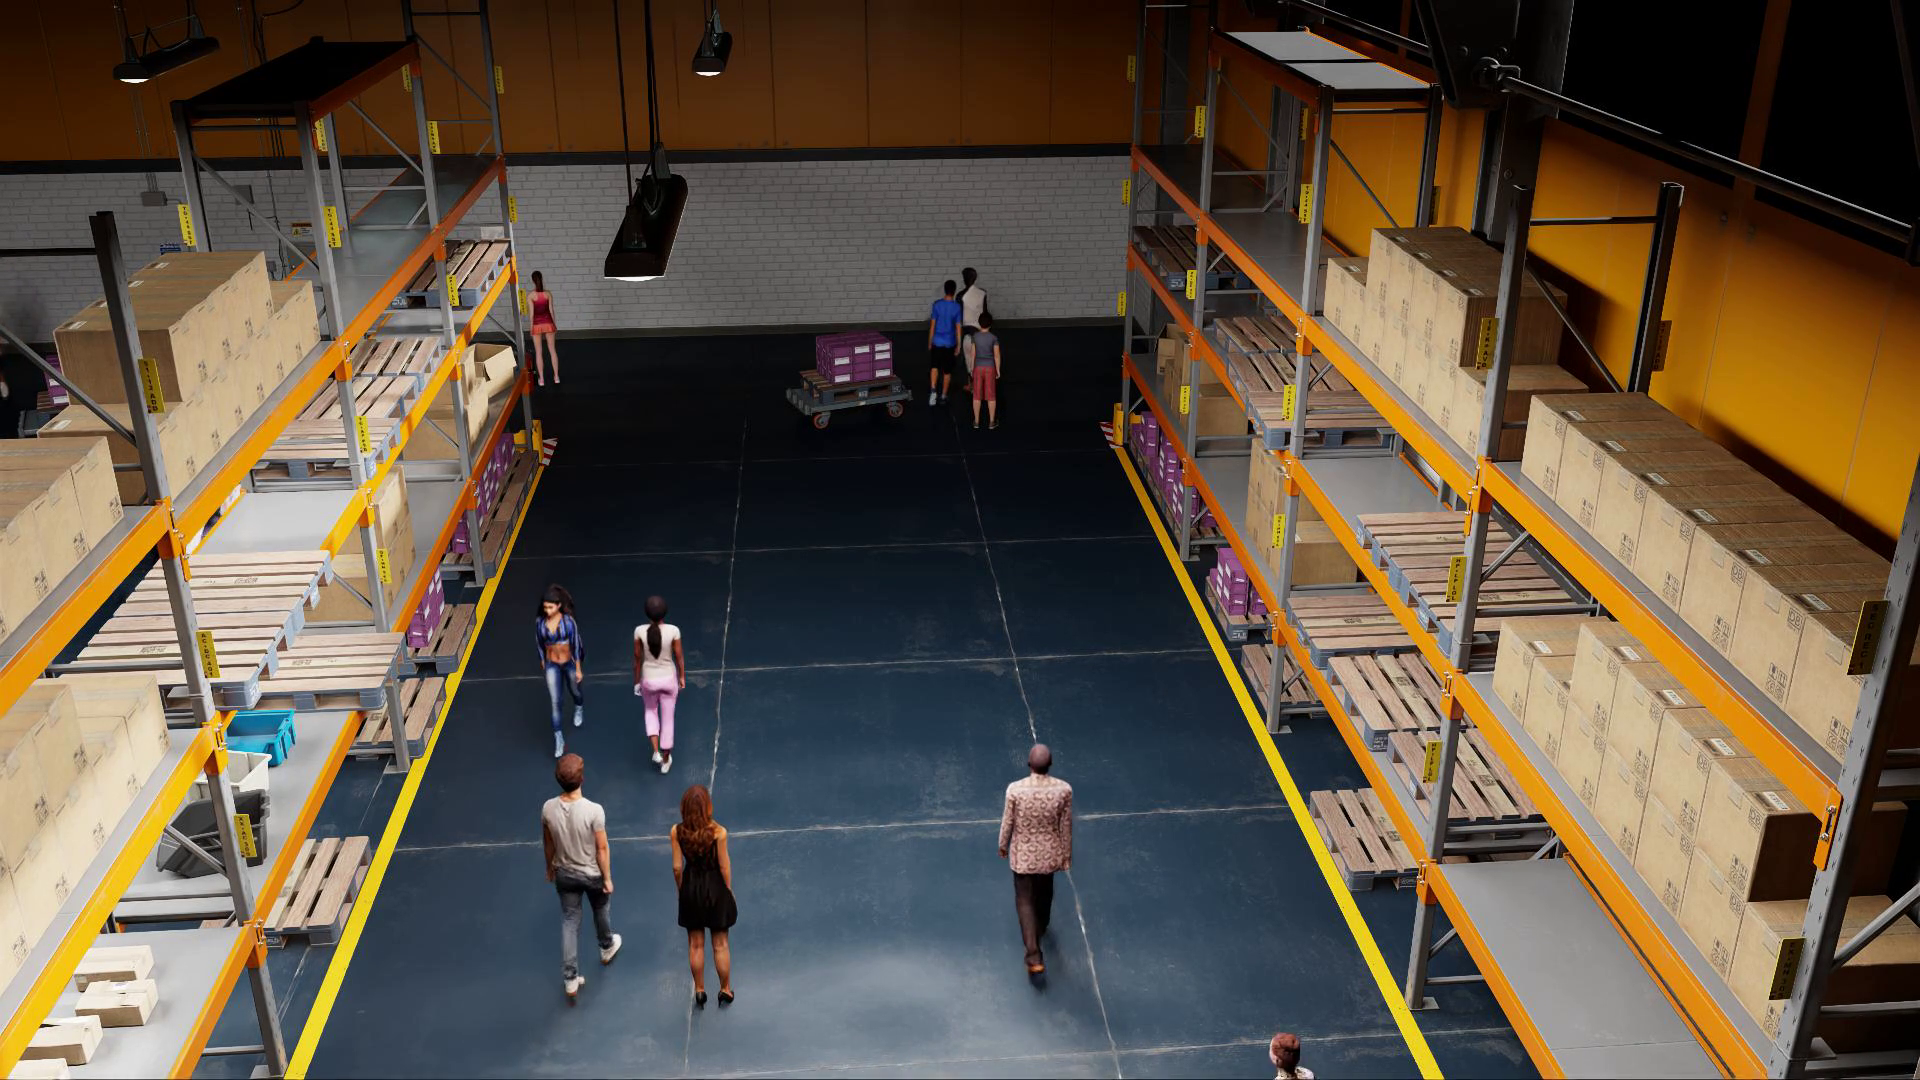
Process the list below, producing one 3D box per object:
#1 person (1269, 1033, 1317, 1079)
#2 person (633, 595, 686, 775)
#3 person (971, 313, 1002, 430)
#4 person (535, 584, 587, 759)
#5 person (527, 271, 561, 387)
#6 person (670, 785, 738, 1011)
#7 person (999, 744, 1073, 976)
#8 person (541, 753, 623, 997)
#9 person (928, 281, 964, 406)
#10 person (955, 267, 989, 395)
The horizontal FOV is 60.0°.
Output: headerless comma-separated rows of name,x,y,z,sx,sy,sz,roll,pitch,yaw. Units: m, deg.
person,1.896,3.607,9.544,0.792,1.773,0.913,-12,26,-26
person,-2.687,1.318,14.833,0.599,1.733,0.565,-2,24,-3
person,0.346,-2.381,23.397,0.628,1.651,0.600,4,24,8
person,-3.657,1.145,15.411,0.627,1.586,1.026,-1,24,-1
person,-6.324,-3.222,25.192,0.645,1.753,0.668,-12,26,-26
person,-1.827,2.558,11.868,0.619,1.834,0.574,2,24,4
person,0.572,2.377,12.334,0.781,1.794,1.202,-5,24,-12
person,-2.790,2.451,12.066,0.815,1.872,1.089,2,24,5
person,-0.235,-2.806,24.130,0.832,1.841,1.067,2,24,5
person,0.204,-3.098,24.748,0.869,1.882,0.922,-12,26,-25
